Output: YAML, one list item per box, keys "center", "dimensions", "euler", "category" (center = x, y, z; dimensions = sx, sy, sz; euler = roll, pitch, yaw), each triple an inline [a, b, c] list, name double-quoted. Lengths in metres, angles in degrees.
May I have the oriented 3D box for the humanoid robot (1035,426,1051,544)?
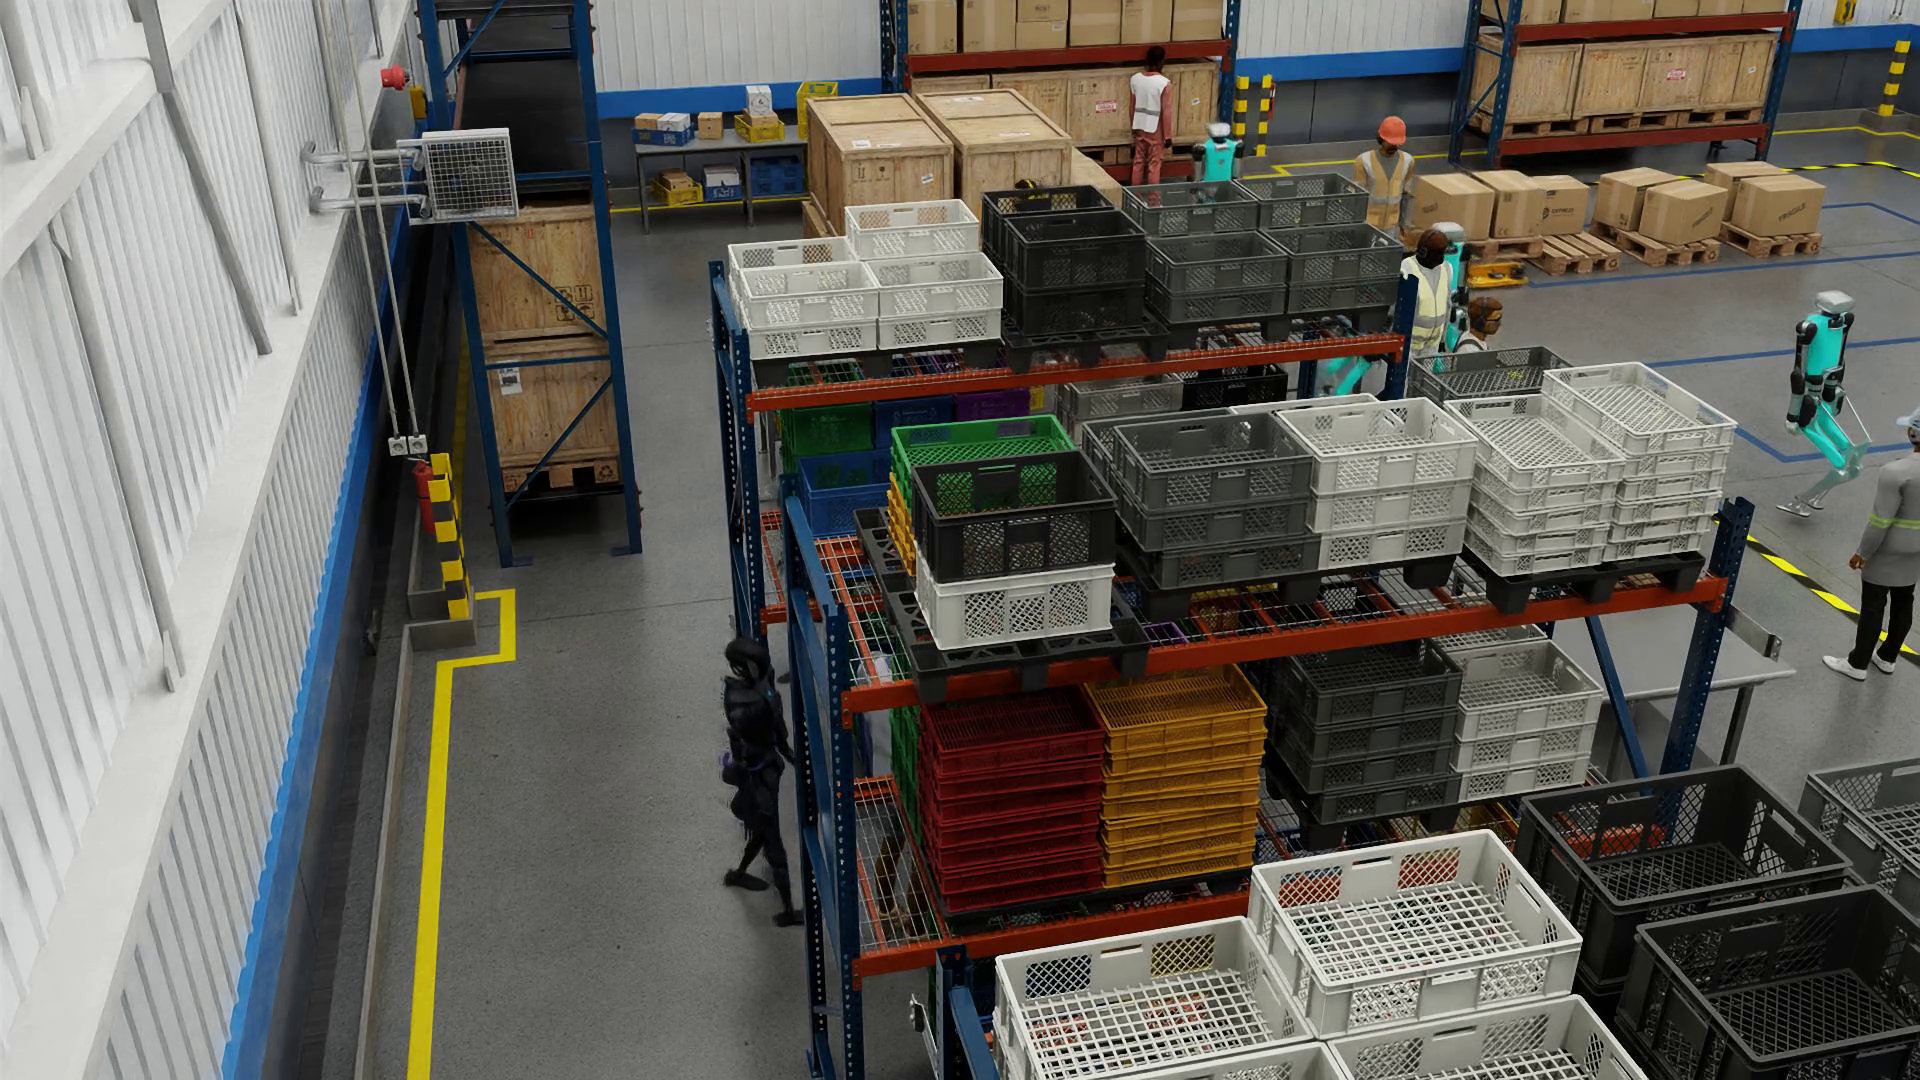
- center: [0.552, 0.001, 10.522]
  dimensions: [0.394, 1.646, 0.587]
  euler: [-10, 30, -19]
  category: "humanoid robot"

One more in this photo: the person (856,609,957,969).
- center: [-0.211, 1.159, 7.964]
  dimensions: [0.397, 2.031, 0.609]
  euler: [-24, 36, -38]
  category: "person"

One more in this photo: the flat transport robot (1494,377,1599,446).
- center: [4.780, -1.036, 14.013]
  dimensions: [0.659, 0.231, 1.431]
  euler: [-6, 28, -12]
  category: "flat transport robot"

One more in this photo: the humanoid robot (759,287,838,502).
- center: [-1.101, -1.064, 12.574]
  dimensions: [0.950, 1.810, 0.538]
  euler: [-6, 28, -11]
  category: "humanoid robot"

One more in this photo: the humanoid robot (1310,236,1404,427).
- center: [3.123, -1.553, 13.427]
  dimensions: [0.666, 1.811, 0.554]
  euler: [-8, 29, -15]
  category: "humanoid robot"

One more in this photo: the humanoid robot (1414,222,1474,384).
- center: [4.049, -1.637, 13.644]
  dimensions: [0.543, 1.813, 0.798]
  euler: [-10, 29, -18]
  category: "humanoid robot"

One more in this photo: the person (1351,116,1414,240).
- center: [4.015, -3.044, 15.927]
  dimensions: [0.604, 2.039, 0.383]
  euler: [-5, 28, -9]
  category: "person"

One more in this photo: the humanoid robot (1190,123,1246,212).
- center: [2.551, -3.447, 16.980]
  dimensions: [0.553, 1.720, 0.955]
  euler: [-4, 28, -7]
  category: "humanoid robot"

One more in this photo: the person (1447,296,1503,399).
- center: [3.667, -0.881, 12.025]
  dimensions: [0.336, 1.844, 0.510]
  euler: [6, 28, 11]
  category: "person"

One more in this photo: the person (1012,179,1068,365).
- center: [0.613, -2.332, 14.810]
  dimensions: [1.012, 1.819, 0.512]
  euler: [-6, 28, -12]
  category: "person"

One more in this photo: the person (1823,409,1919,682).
- center: [5.801, 0.018, 10.315]
  dimensions: [0.586, 1.852, 0.384]
  euler: [-8, 29, -15]
  category: "person"

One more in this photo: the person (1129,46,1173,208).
- center: [2.201, -4.740, 19.277]
  dimensions: [0.588, 1.914, 0.393]
  euler: [25, 37, 39]
  category: "person"

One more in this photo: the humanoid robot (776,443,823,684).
- center: [-0.900, 0.108, 10.357]
  dimensions: [0.615, 1.637, 0.588]
  euler: [-13, 30, -22]
  category: "humanoid robot"

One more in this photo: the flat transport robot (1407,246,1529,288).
- center: [5.412, -3.020, 17.747]
  dimensions: [0.652, 0.197, 1.431]
  euler: [-6, 28, -12]
  category: "flat transport robot"

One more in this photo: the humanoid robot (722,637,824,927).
- center: [-0.981, 1.171, 8.346]
  dimensions: [0.607, 1.643, 0.598]
  euler: [6, 28, 12]
  category: "humanoid robot"

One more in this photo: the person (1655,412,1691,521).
- center: [4.270, 0.001, 10.435]
  dimensions: [0.301, 1.772, 0.524]
  euler: [-14, 31, -24]
  category: "person"

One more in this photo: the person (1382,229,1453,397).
- center: [3.690, -1.625, 13.455]
  dimensions: [0.631, 1.834, 0.430]
  euler: [-12, 30, -22]
  category: "person"

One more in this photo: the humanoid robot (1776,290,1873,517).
- center: [6.380, -0.937, 12.106]
  dimensions: [0.533, 1.677, 0.735]
  euler: [-15, 31, -26]
  category: "humanoid robot"
